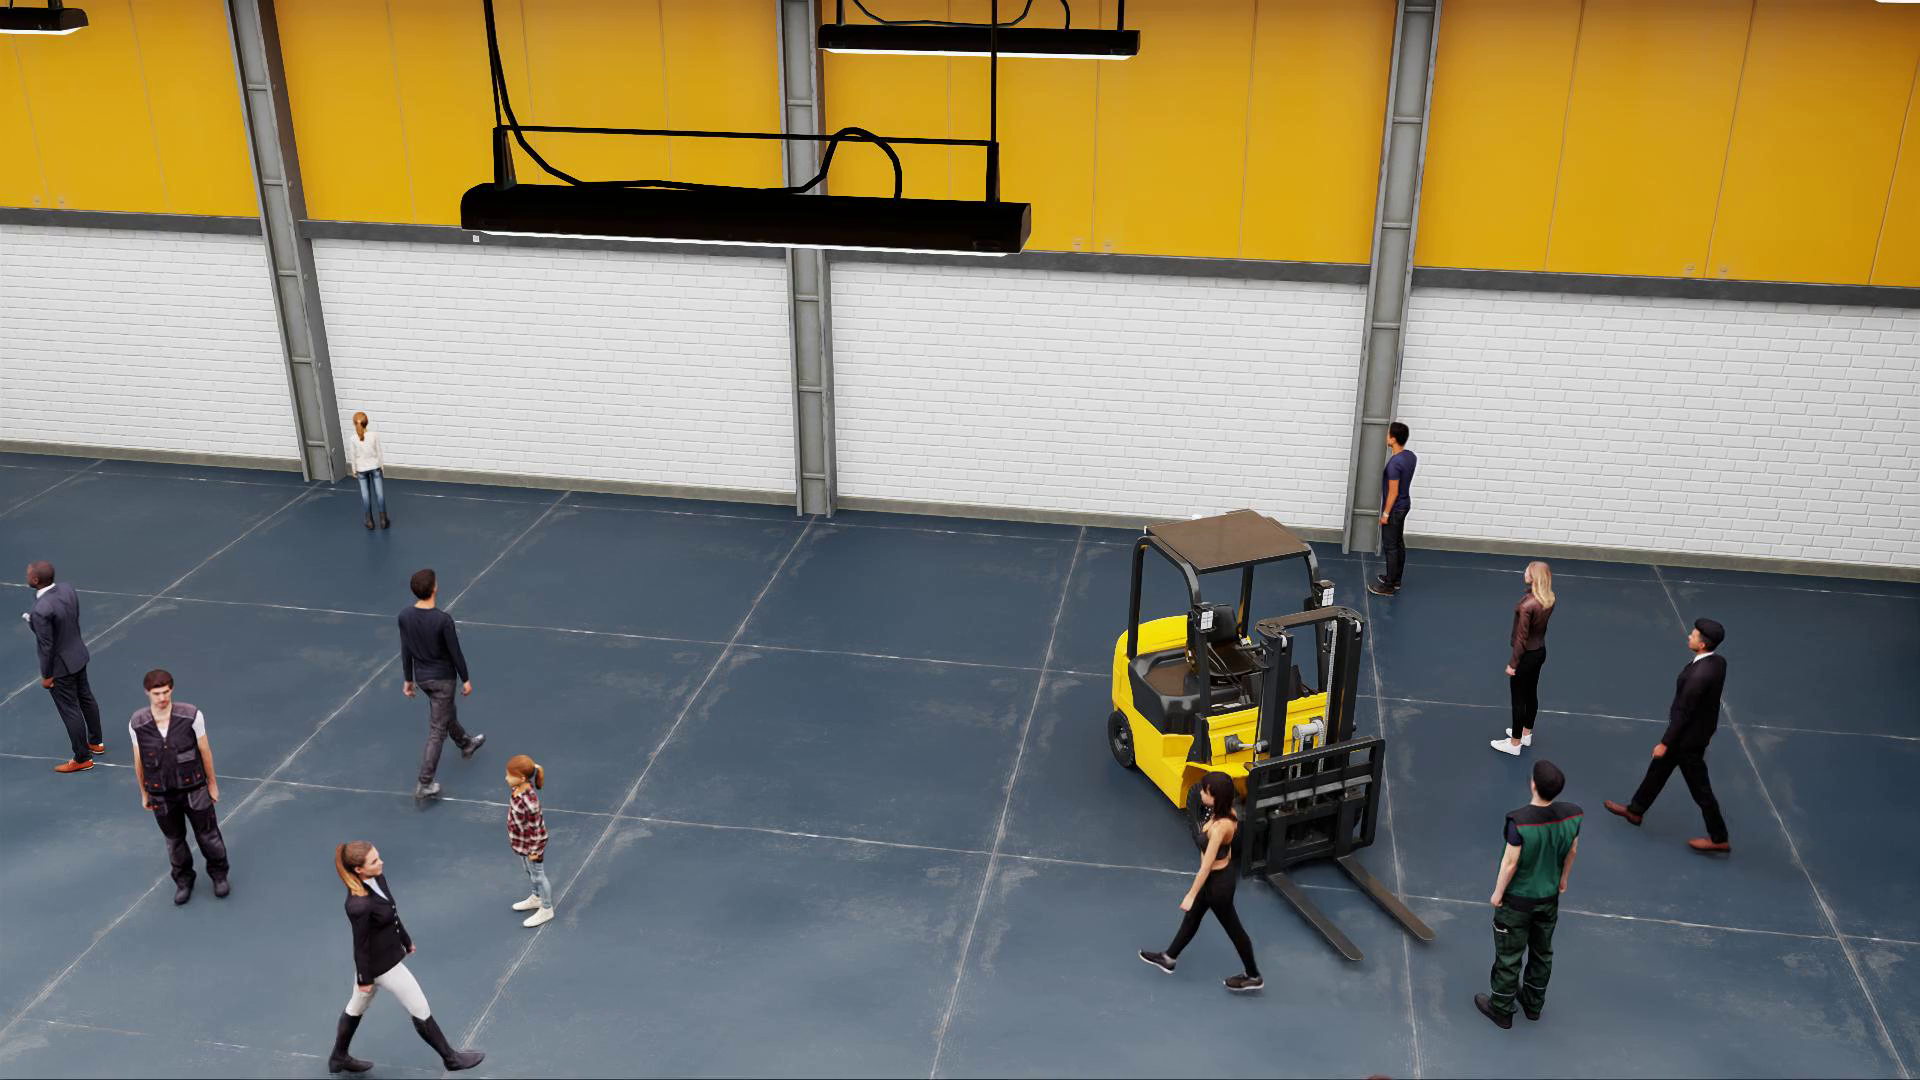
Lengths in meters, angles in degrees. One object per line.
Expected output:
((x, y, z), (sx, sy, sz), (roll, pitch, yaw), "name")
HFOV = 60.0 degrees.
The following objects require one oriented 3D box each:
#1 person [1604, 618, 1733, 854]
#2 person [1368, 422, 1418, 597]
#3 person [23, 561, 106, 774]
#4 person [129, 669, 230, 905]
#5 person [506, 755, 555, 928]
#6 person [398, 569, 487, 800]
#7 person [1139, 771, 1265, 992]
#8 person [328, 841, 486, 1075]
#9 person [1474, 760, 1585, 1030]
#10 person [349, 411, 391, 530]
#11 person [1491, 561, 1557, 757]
((5.508, 1.496, 12.316), (1.305, 1.836, 1.061), (16, 29, 33), "person")
((4.325, -0.314, 16.515), (0.675, 1.789, 0.718), (15, 28, 31), "person")
((-7.254, 0.997, 13.472), (0.648, 1.824, 0.719), (1, 24, 2), "person")
((-5.530, 1.730, 11.771), (0.694, 1.843, 0.811), (-7, 25, -16), "person")
((-3.010, 2.081, 11.640), (0.663, 1.305, 0.615), (-13, 27, -27), "person")
((-4.164, 1.165, 13.091), (1.222, 1.821, 0.837), (7, 25, 16), "person")
((1.760, 2.271, 10.837), (1.052, 1.601, 0.567), (5, 24, 10), "person")
((-3.590, 2.580, 10.039), (1.236, 1.673, 0.817), (-2, 24, -5), "person")
((3.617, 2.234, 10.547), (0.685, 1.901, 0.824), (-7, 25, -15), "person")
((-6.447, -0.760, 18.132), (0.525, 1.310, 0.611), (-7, 25, -16), "person")
((4.681, 0.962, 13.701), (0.676, 1.704, 0.694), (-21, 31, -40), "person")
